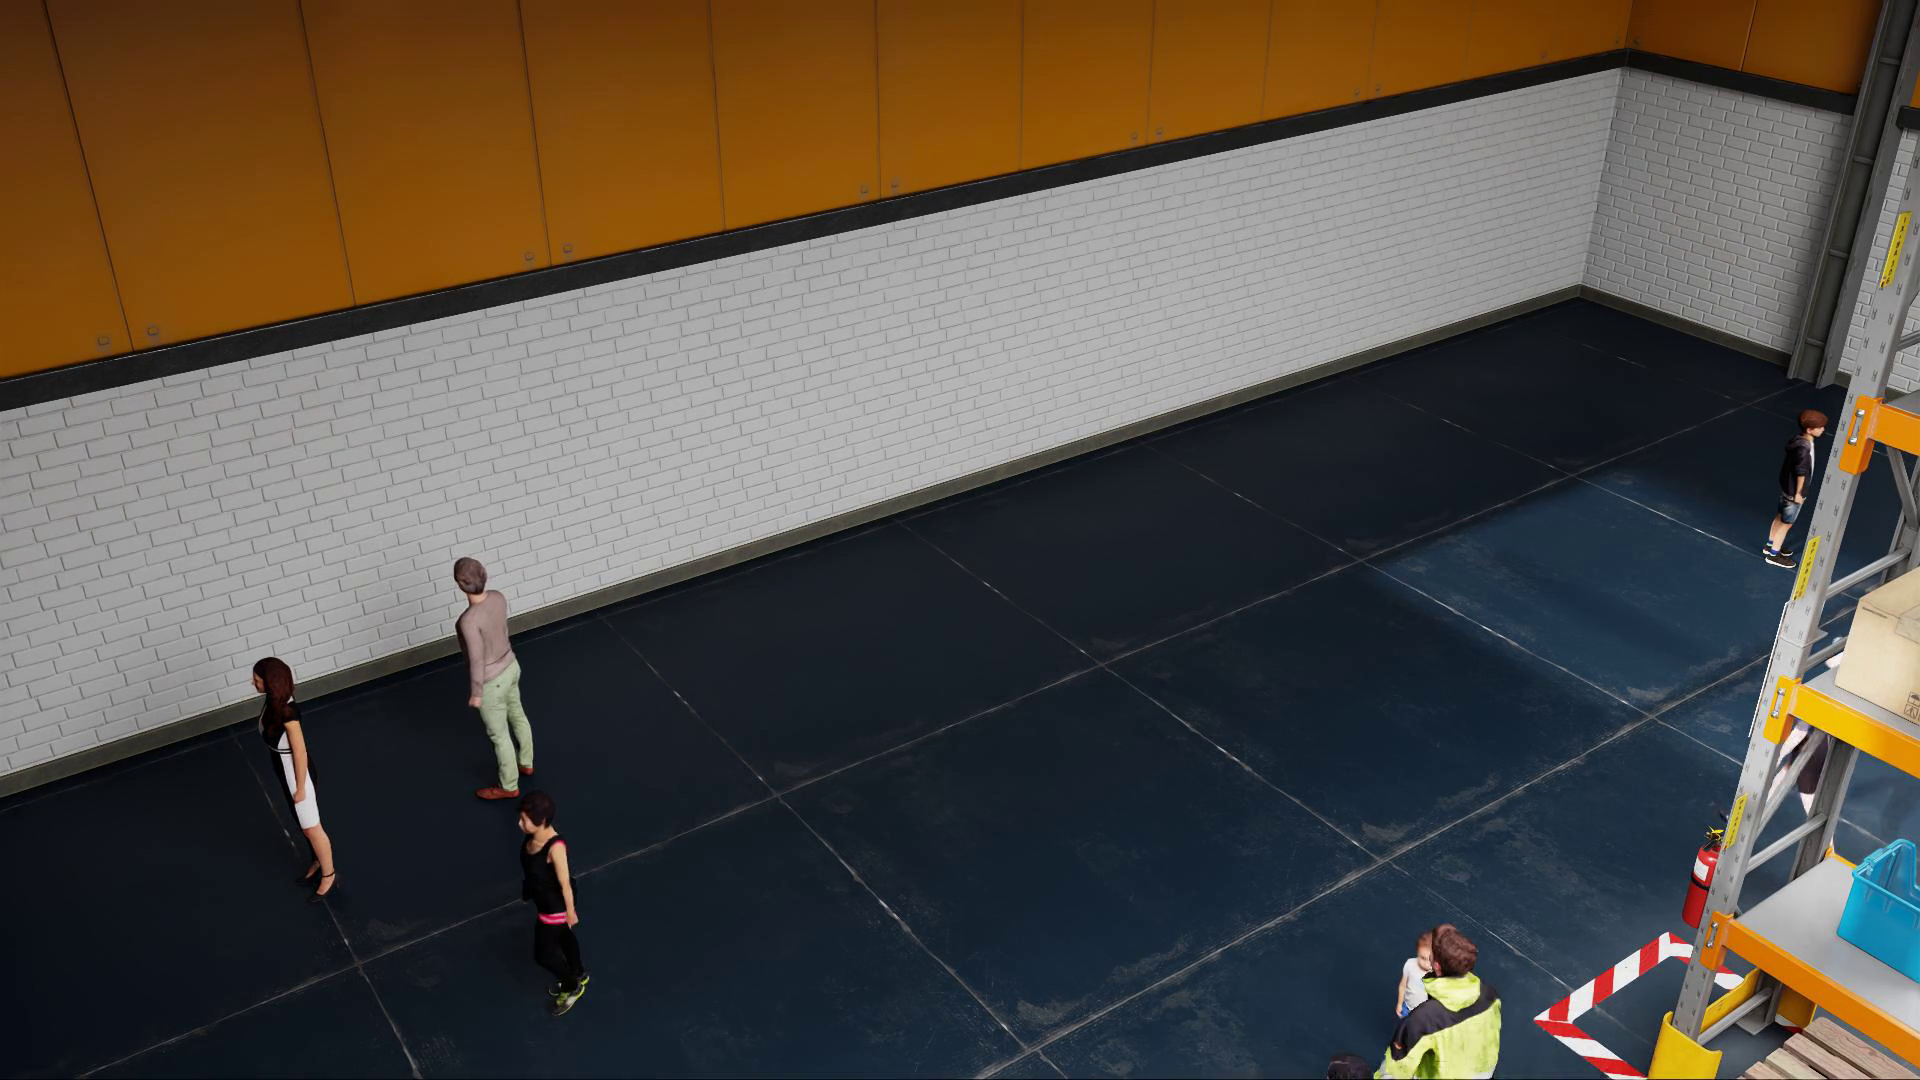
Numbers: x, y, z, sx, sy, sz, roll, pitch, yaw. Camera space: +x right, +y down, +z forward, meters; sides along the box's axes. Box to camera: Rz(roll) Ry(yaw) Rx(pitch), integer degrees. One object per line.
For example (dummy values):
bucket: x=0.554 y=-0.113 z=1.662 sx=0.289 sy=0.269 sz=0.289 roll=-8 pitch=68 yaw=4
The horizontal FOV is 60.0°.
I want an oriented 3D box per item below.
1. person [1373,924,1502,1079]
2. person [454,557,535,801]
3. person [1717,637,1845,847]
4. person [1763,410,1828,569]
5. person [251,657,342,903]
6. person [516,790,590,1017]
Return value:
person: x=2.409 y=2.787 z=8.129 sx=0.777 sy=1.952 sz=0.795 roll=-22 pitch=36 yaw=-35
person: x=-3.239 y=0.958 z=11.570 sx=0.825 sy=1.869 sz=0.777 roll=6 pitch=29 yaw=12
person: x=5.564 y=1.481 z=10.710 sx=0.631 sy=1.774 sz=1.153 roll=-17 pitch=33 yaw=-28
person: x=7.347 y=-0.474 z=14.636 sx=0.672 sy=1.447 sz=0.627 roll=9 pitch=30 yaw=16
person: x=-4.243 y=1.515 z=10.624 sx=0.638 sy=1.796 sz=0.411 roll=-18 pitch=33 yaw=-29
person: x=-2.345 y=2.085 z=9.846 sx=0.621 sy=1.540 sz=0.508 roll=-16 pitch=33 yaw=-27
